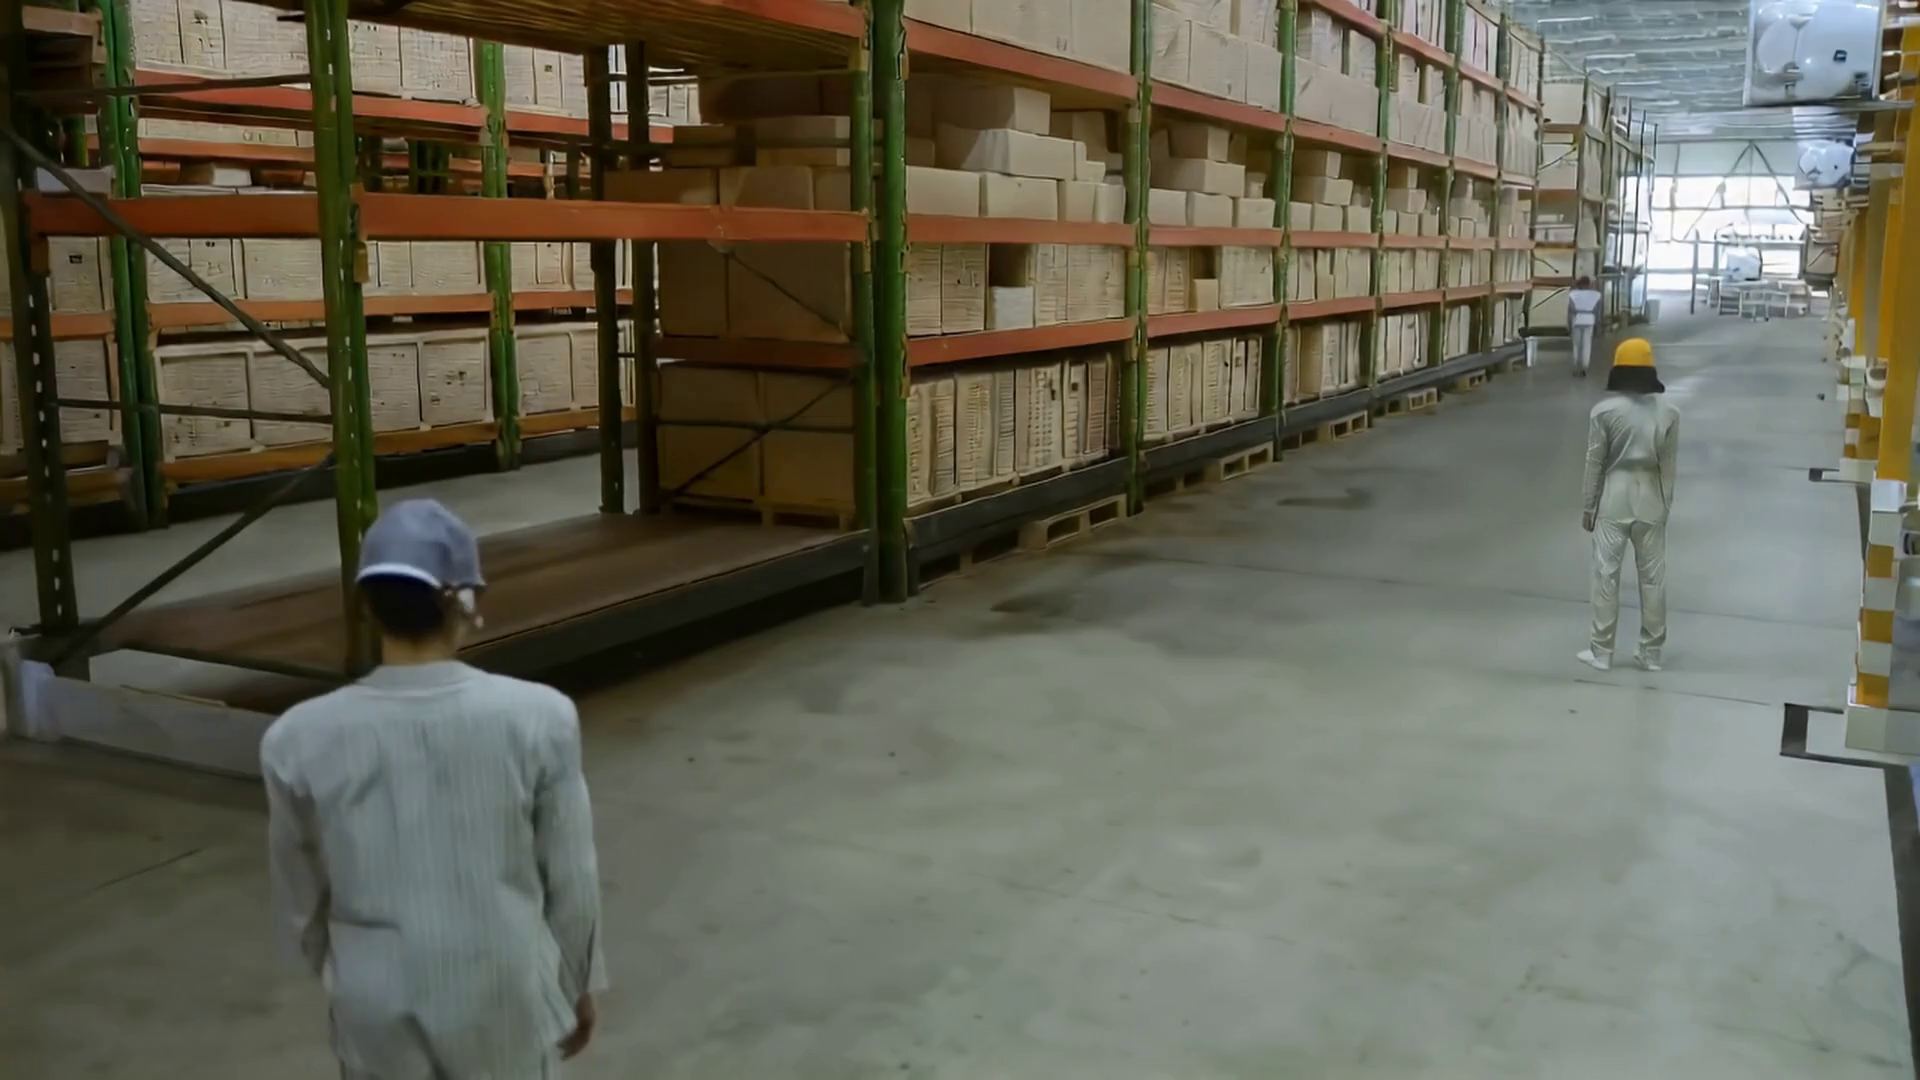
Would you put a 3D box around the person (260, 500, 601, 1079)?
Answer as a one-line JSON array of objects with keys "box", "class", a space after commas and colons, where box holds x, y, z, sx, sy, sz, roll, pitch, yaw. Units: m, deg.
[{"box": [-0.934, 0.796, 3.020, 0.560, 1.743, 0.338, -3, 10, -15], "class": "person"}]

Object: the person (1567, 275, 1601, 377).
[{"box": [11.001, -3.780, 29.371, 0.566, 1.806, 0.964, 3, 10, 18], "class": "person"}]

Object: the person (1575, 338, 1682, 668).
[{"box": [3.515, -0.189, 8.768, 0.483, 1.735, 0.340, -1, 10, -3], "class": "person"}]
